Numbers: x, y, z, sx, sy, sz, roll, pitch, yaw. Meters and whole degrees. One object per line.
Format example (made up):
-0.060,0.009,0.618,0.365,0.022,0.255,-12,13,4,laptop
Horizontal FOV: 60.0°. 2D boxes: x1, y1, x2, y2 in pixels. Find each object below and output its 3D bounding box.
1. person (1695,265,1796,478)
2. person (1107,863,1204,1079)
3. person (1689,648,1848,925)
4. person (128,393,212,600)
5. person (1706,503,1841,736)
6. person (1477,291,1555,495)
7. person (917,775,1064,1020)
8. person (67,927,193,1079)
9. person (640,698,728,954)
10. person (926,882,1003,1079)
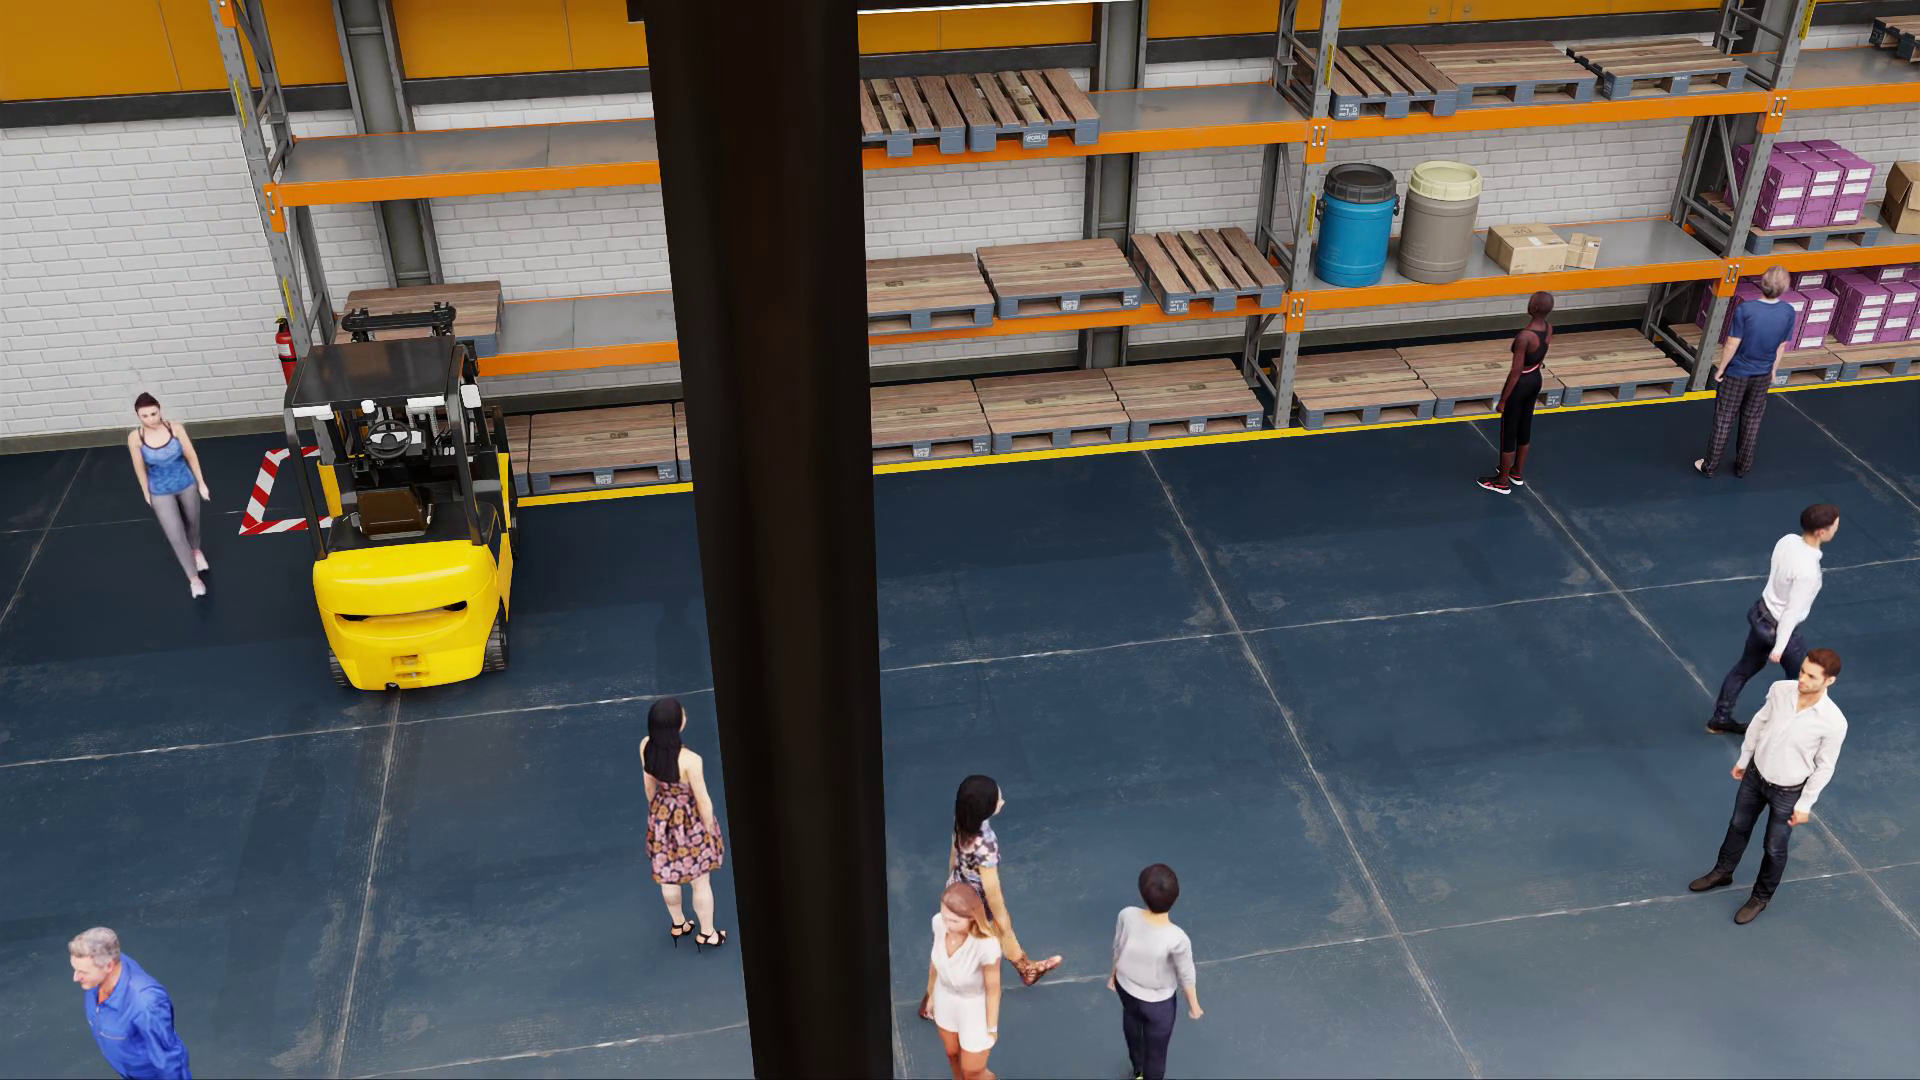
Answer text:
6.439,-1.369,13.588,0.579,1.871,0.774,3,34,4,person
0.897,2.296,8.376,0.743,1.538,0.793,29,43,36,person
4.653,1.372,9.465,0.667,1.871,0.720,-18,38,-25,person
-5.870,-0.403,12.399,0.993,1.579,0.881,-20,39,-28,person
5.171,0.547,10.723,0.820,1.852,0.716,0,34,0,person
4.547,-1.202,13.439,0.624,1.758,0.732,-25,41,-32,person
-0.005,1.942,8.772,1.100,1.689,0.672,-9,35,-14,person
-3.809,2.471,7.856,0.786,1.822,0.818,24,41,32,person
-1.544,1.588,9.227,0.794,1.774,0.865,16,37,23,person
0.033,2.299,8.236,0.720,1.688,0.771,26,42,33,person
